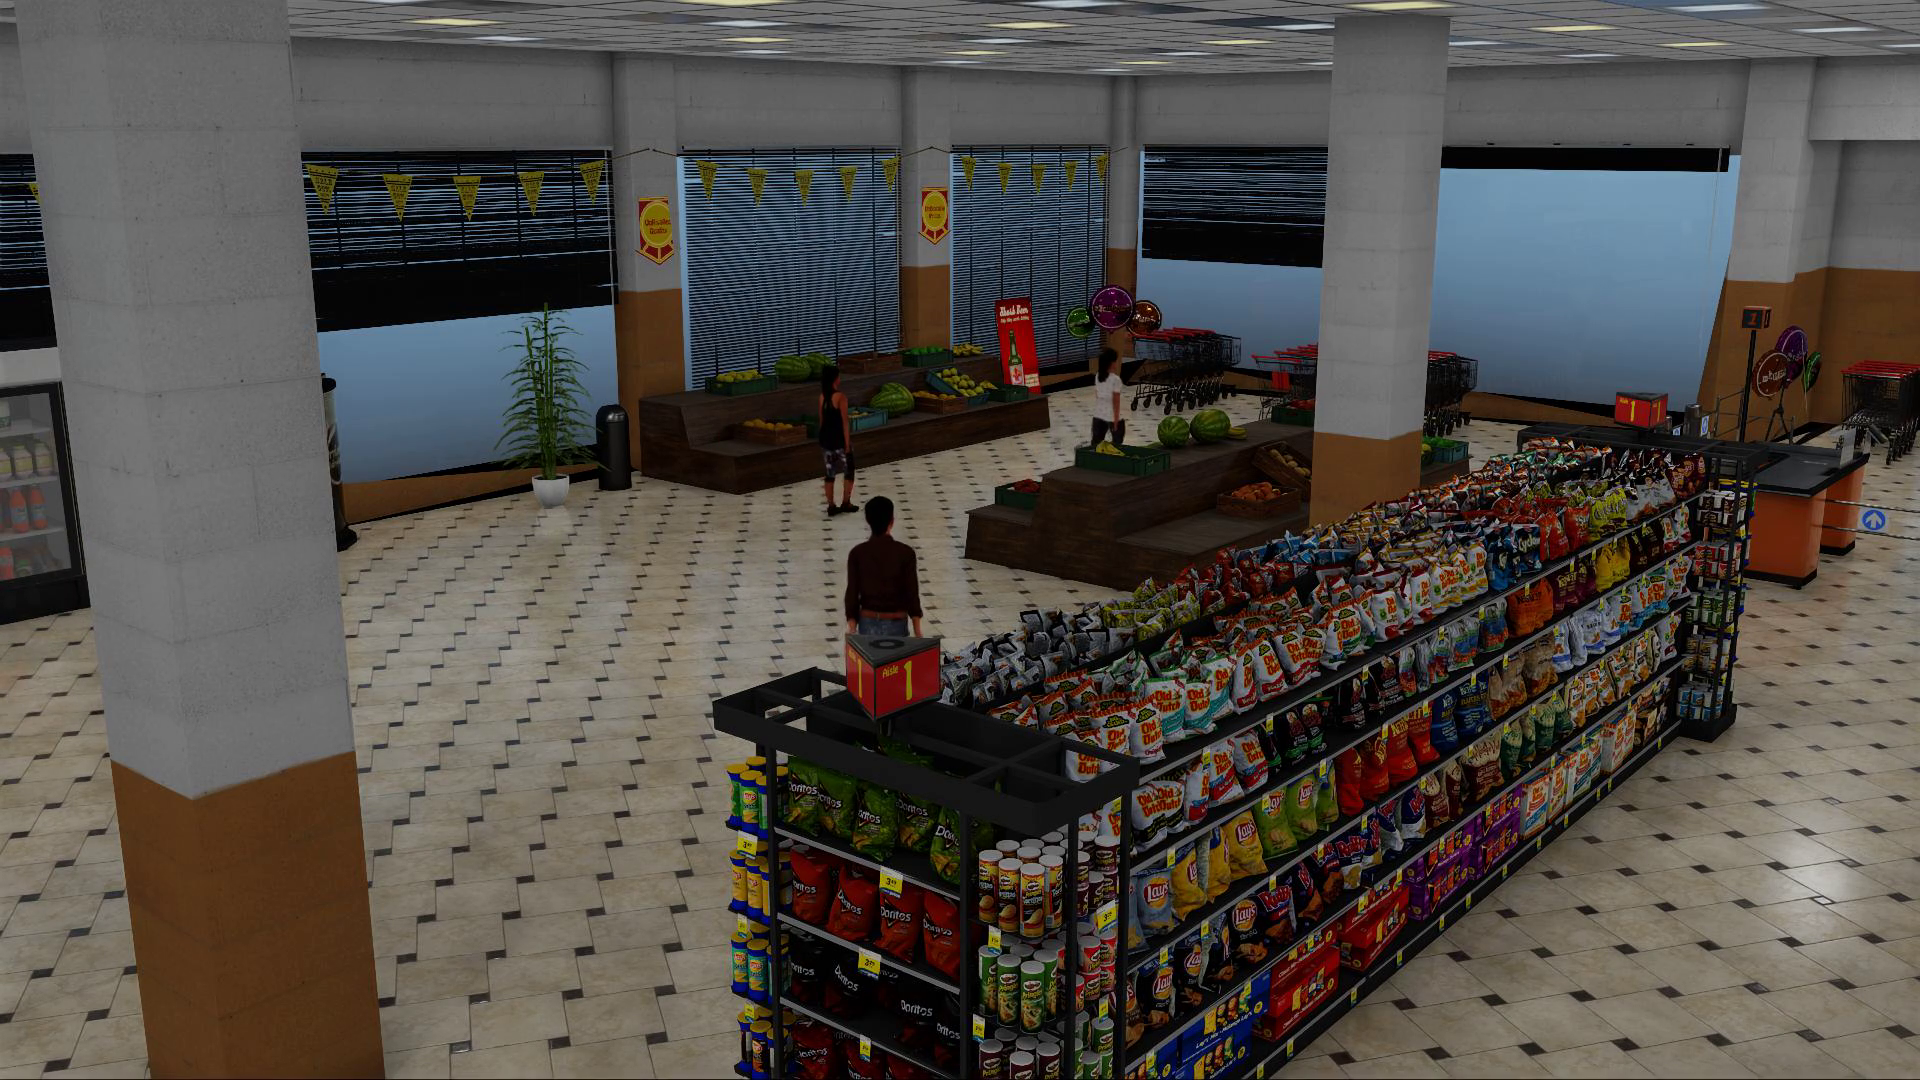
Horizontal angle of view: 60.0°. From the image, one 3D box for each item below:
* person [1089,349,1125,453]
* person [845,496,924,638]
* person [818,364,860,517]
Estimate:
[{"bbox_3d":[1.657,-1.398,19.454,0.573,1.617,1.067,12,18,40],"label":"person"},{"bbox_3d":[-0.500,0.613,10.865,0.966,1.758,1.165,3,14,10],"label":"person"},{"bbox_3d":[-1.402,-1.071,18.014,0.628,1.661,0.635,10,17,35],"label":"person"}]
